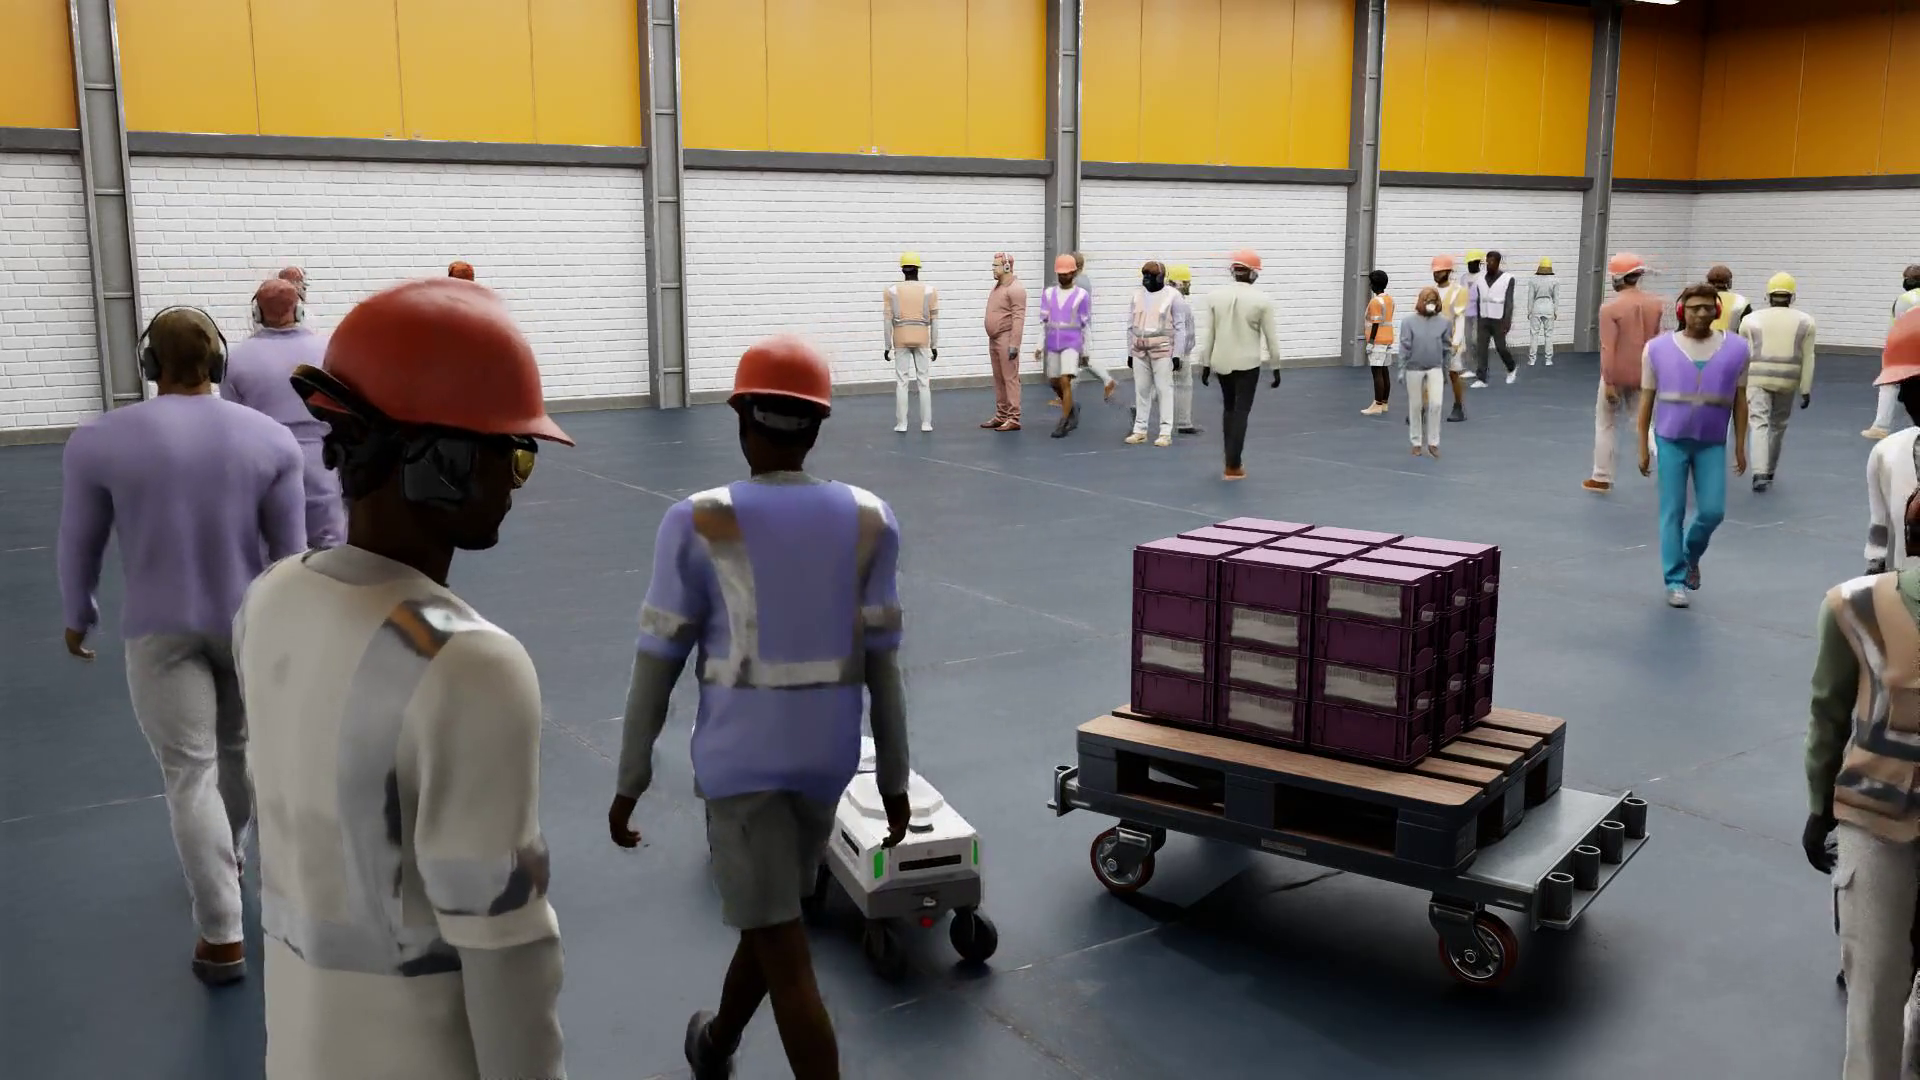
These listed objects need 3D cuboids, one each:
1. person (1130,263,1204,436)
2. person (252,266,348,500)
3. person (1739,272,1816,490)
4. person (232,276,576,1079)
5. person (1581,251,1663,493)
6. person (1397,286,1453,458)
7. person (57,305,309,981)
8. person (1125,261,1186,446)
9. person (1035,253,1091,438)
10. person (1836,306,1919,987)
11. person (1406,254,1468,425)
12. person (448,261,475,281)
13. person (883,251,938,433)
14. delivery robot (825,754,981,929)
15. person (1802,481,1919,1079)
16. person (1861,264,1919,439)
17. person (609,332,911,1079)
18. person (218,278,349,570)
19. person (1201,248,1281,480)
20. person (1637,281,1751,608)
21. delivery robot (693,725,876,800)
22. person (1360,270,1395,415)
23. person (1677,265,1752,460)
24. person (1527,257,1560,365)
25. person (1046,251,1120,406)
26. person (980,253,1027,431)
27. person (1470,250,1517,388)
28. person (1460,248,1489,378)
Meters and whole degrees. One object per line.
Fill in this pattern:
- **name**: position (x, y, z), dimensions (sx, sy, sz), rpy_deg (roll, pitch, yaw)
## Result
- **person**: position (2.183, -1.978, 17.345), dimensions (0.694, 1.808, 0.598), rpy_deg (-2, 11, -13)
- **person**: position (-5.111, -1.166, 12.824), dimensions (0.635, 1.843, 1.054), rpy_deg (5, 11, 24)
- **person**: position (6.718, -1.314, 13.771), dimensions (0.603, 1.792, 0.909), rpy_deg (4, 11, 20)
- **person**: position (-0.673, 0.684, 2.174), dimensions (0.409, 2.030, 0.611), rpy_deg (-10, 14, -44)
- **person**: position (5.396, -1.319, 13.313), dimensions (0.613, 1.966, 0.800), rpy_deg (-3, 11, -14)
- **person**: position (4.377, -1.575, 15.662), dimensions (0.517, 1.608, 0.618), rpy_deg (2, 10, 9)
- **person**: position (-2.255, 0.261, 4.899), dimensions (0.638, 1.879, 1.053), rpy_deg (-8, 13, -37)
- **person**: position (1.930, -1.858, 16.611), dimensions (0.626, 1.840, 0.430), rpy_deg (8, 13, 37)
- **person**: position (1.124, -2.053, 17.506), dimensions (0.547, 1.915, 0.831), rpy_deg (5, 12, 27)
- **person**: position (2.752, 0.314, 4.536), dimensions (0.714, 1.907, 0.560), rpy_deg (-6, 12, -30)
- **person**: position (5.364, -2.220, 18.497), dimensions (0.550, 1.889, 1.012), rpy_deg (9, 14, 41)
- **person**: position (-3.972, -1.294, 13.395), dimensions (0.584, 1.884, 0.349), rpy_deg (-8, 13, -36)
- **person**: position (-0.526, -2.096, 17.685), dimensions (0.590, 1.923, 0.383), rpy_deg (-1, 10, -6)
- **delivery robot**: position (-0.199, 0.867, 4.940), dimensions (0.477, 0.478, 0.707), rpy_deg (-4, 11, -20)
- **person**: position (2.149, 0.616, 3.683), dimensions (0.524, 1.609, 0.767), rpy_deg (5, 11, 25)
- **person**: position (9.704, -1.892, 16.886), dimensions (0.635, 1.812, 0.880), rpy_deg (-5, 11, -23)
- **person**: position (-0.425, 0.492, 3.675), dimensions (0.637, 1.869, 0.970), rpy_deg (-6, 12, -32)
- **person**: position (-3.219, -0.318, 8.073), dimensions (0.645, 1.887, 0.641), rpy_deg (-6, 12, -31)
- **person**: position (2.477, -1.515, 14.363), dimensions (0.666, 1.966, 0.795), rpy_deg (7, 12, 33)
- **person**: position (4.140, -0.543, 9.419), dimensions (0.596, 1.829, 0.475), rpy_deg (3, 11, 15)
- **delivery robot**: position (-0.566, 0.750, 5.580), dimensions (0.707, 0.478, 0.477), rpy_deg (8, 13, 37)
- **person**: position (4.893, -2.302, 19.451), dimensions (0.320, 1.691, 0.531), rpy_deg (7, 12, 33)
- **person**: position (6.962, -1.624, 15.397), dimensions (0.644, 1.817, 0.734), rpy_deg (5, 12, 27)
- **person**: position (9.460, -3.707, 27.011), dimensions (0.487, 1.744, 0.296), rpy_deg (3, 11, 15)
- **person**: position (1.521, -2.587, 20.429), dimensions (0.848, 1.916, 0.637), rpy_deg (0, 10, 0)
- **person**: position (0.460, -2.128, 17.908), dimensions (0.409, 1.907, 0.650), rpy_deg (-4, 11, -22)
- **person**: position (7.440, -3.061, 23.061), dimensions (0.768, 1.900, 0.597), rpy_deg (-9, 13, -39)
- **person**: position (7.559, -3.329, 24.467), dimensions (0.419, 1.907, 0.606), rpy_deg (-7, 12, -33)
